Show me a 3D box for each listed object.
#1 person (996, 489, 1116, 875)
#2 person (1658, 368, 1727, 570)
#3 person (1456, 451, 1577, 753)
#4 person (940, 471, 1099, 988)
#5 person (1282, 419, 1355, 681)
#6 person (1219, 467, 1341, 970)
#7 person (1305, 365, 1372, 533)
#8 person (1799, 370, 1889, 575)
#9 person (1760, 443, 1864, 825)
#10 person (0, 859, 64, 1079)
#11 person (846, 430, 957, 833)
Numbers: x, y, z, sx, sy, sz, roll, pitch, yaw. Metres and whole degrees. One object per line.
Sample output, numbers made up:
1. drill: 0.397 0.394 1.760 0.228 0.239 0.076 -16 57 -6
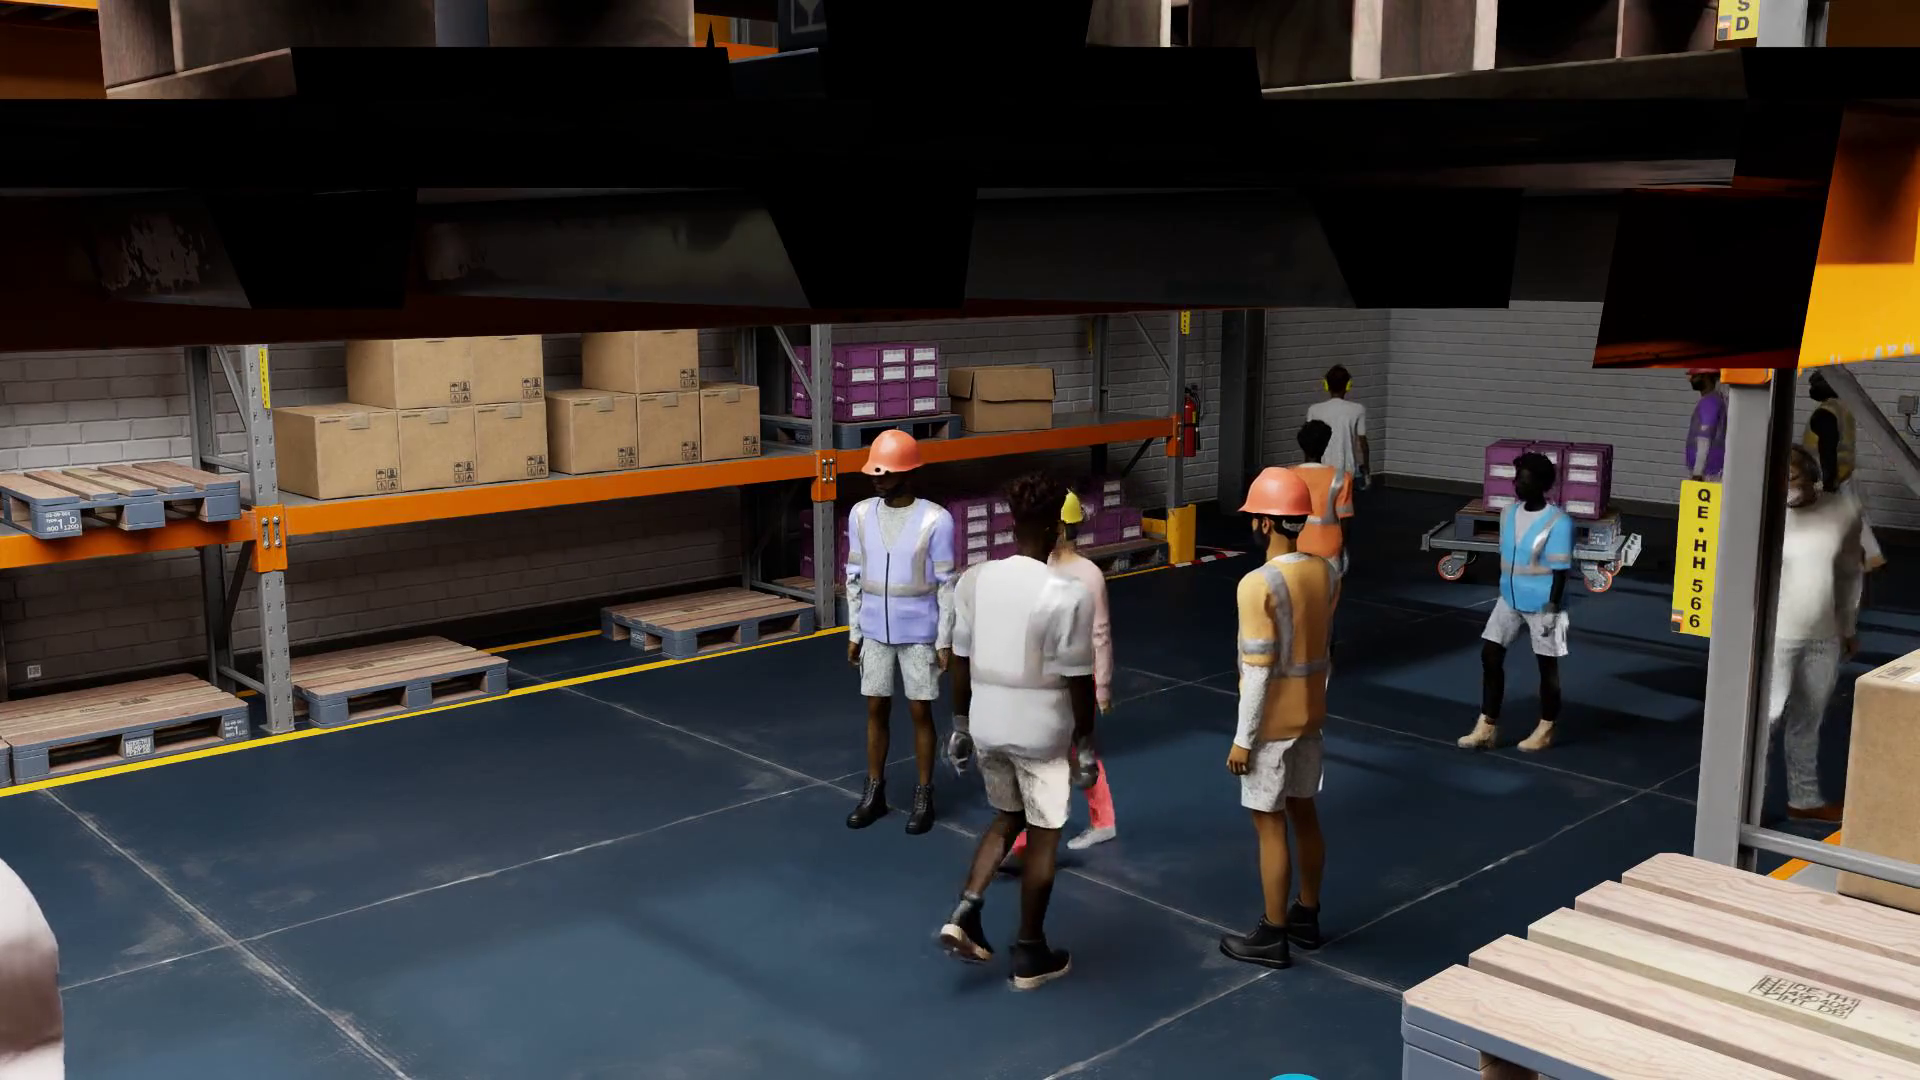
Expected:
1. person: 0.398 0.621 7.439 0.898 1.725 0.531 -6 11 -30
2. person: 6.457 -0.646 14.297 0.655 1.912 0.553 4 11 23
3. person: 3.033 0.361 9.064 0.689 1.670 0.553 -5 11 -28
4. person: 0.224 0.716 6.228 0.597 1.949 0.494 9 13 42
5. person: 2.262 0.071 10.732 0.540 1.696 0.316 3 10 14
6. person: 1.216 0.684 6.434 0.547 1.937 0.379 -9 13 -44
7. person: 3.210 -0.566 14.105 0.518 1.820 0.980 4 11 24
8. person: 7.544 -0.584 14.327 0.632 1.792 0.970 -8 13 -40
9. person: 3.971 0.473 7.842 0.790 1.899 0.376 -1 10 -6
10. person: -1.957 1.256 3.181 0.651 1.906 0.401 8 12 39
11. person: -0.293 0.436 7.899 0.546 1.934 0.376 4 10 20
